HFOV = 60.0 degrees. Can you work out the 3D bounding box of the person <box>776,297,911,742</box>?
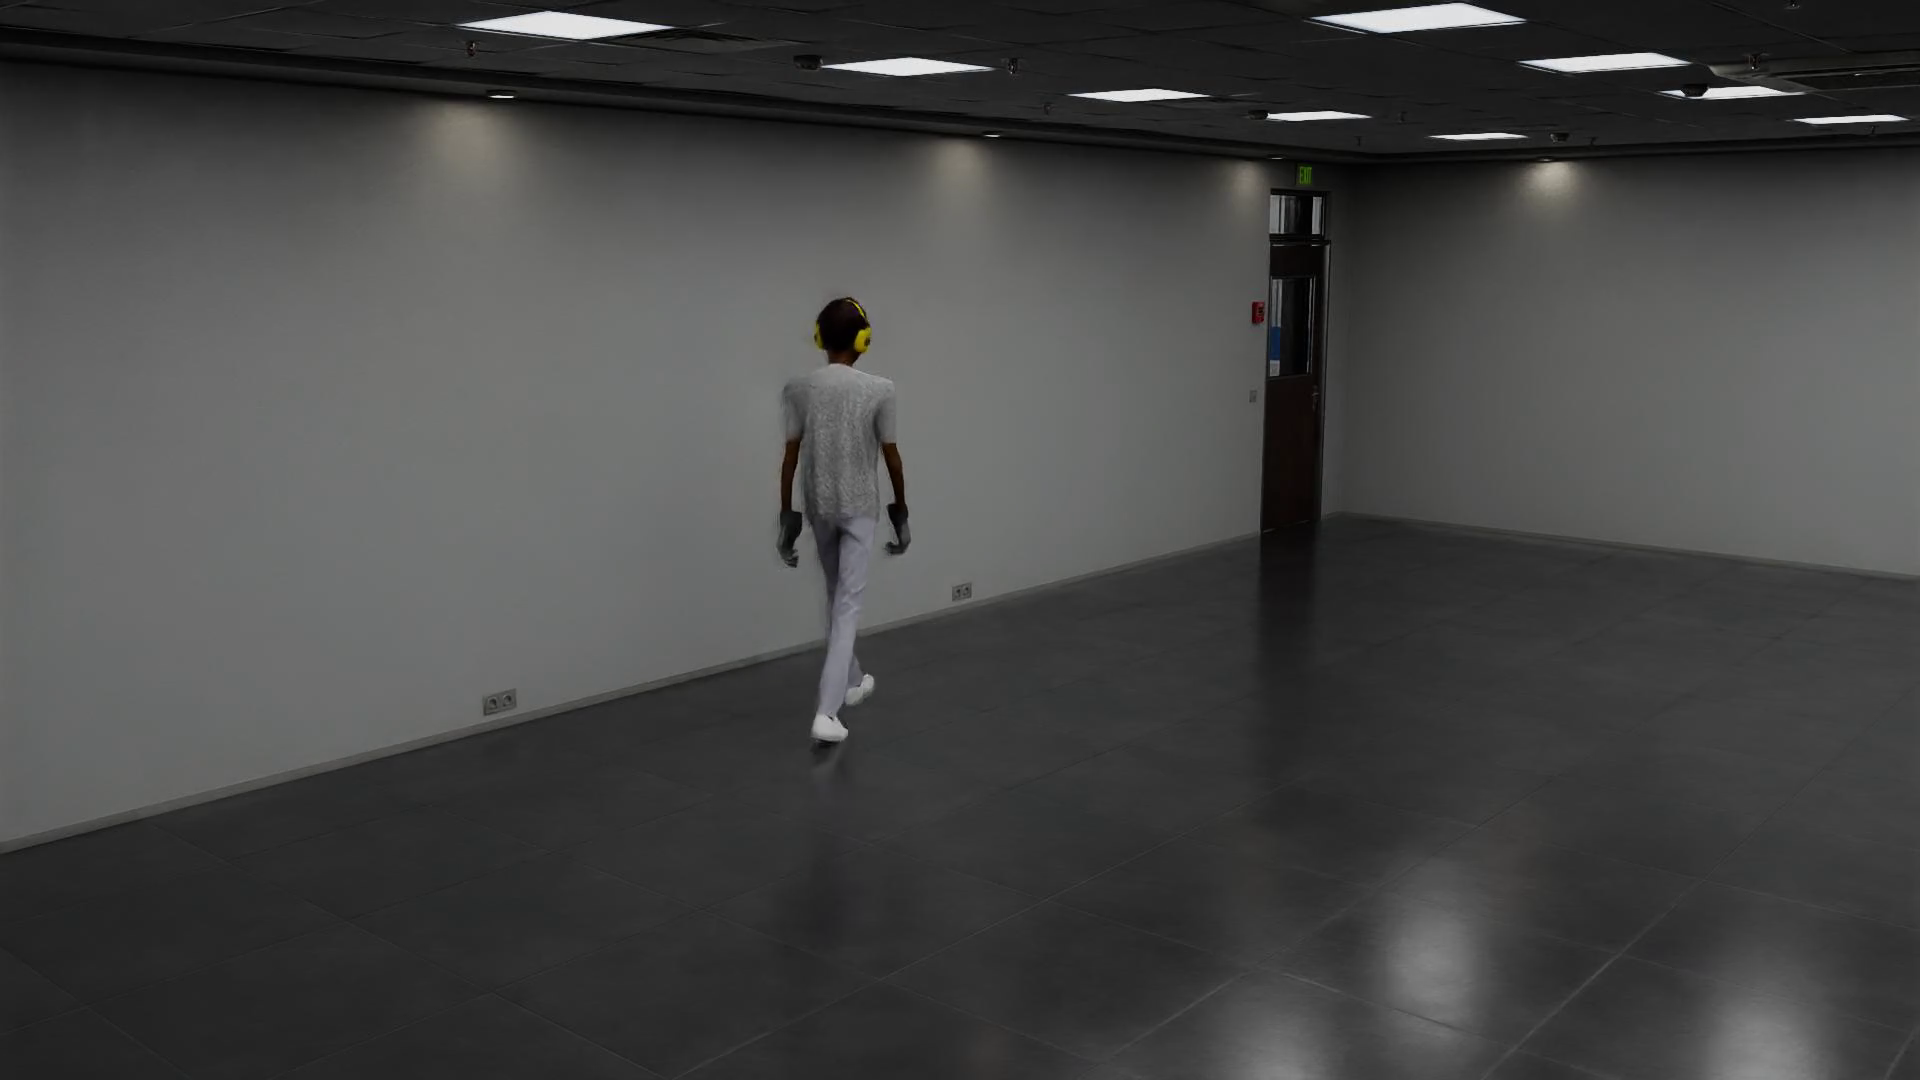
[{"bbox_3d":[-0.491,-0.102,6.984,0.504,1.821,0.968,3,10,17],"label":"person"}]
